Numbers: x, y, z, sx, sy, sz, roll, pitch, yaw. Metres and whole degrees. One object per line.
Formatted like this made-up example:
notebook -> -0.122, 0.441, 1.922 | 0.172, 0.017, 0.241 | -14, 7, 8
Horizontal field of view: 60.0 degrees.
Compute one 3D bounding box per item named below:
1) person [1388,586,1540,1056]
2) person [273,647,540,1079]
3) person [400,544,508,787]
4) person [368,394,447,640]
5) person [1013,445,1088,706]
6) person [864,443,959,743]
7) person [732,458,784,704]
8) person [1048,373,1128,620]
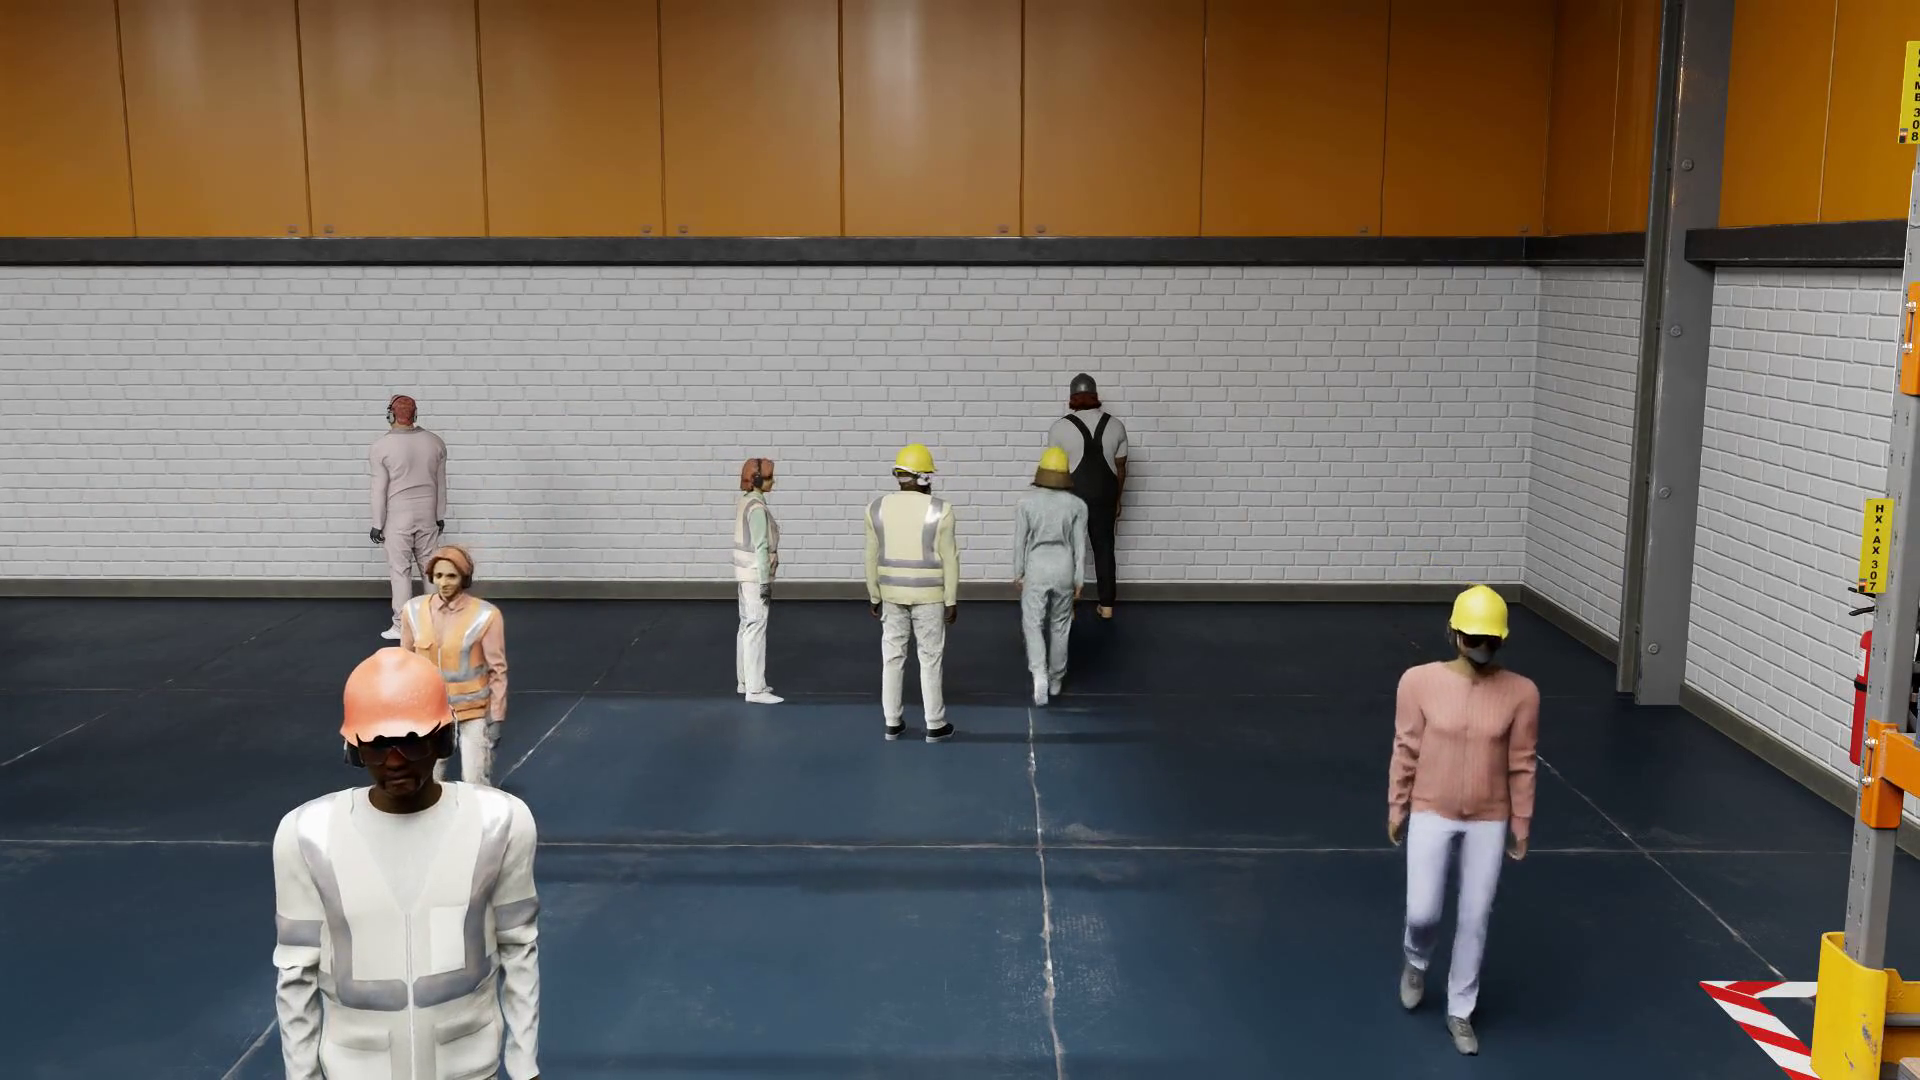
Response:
person -> 1.861, 1.020, 6.179 | 0.532, 1.754, 0.407 | 1, 10, 6
person -> -1.293, 1.252, 3.962 | 0.605, 2.045, 0.379 | -3, 10, -18
person -> -2.355, 0.825, 7.760 | 0.542, 1.632, 0.345 | 1, 10, 8
person -> -4.295, -0.174, 12.921 | 0.407, 1.908, 0.641 | 8, 12, 40
person -> 0.604, 0.231, 11.034 | 0.491, 1.722, 0.721 | 0, 9, -2
person -> -0.284, 0.326, 10.155 | 0.592, 1.828, 0.404 | 3, 10, 17
person -> -1.354, 0.268, 11.078 | 0.310, 1.636, 0.523 | -3, 10, -18
person -> 1.008, -0.366, 13.664 | 0.674, 2.000, 0.535 | -2, 10, -14
